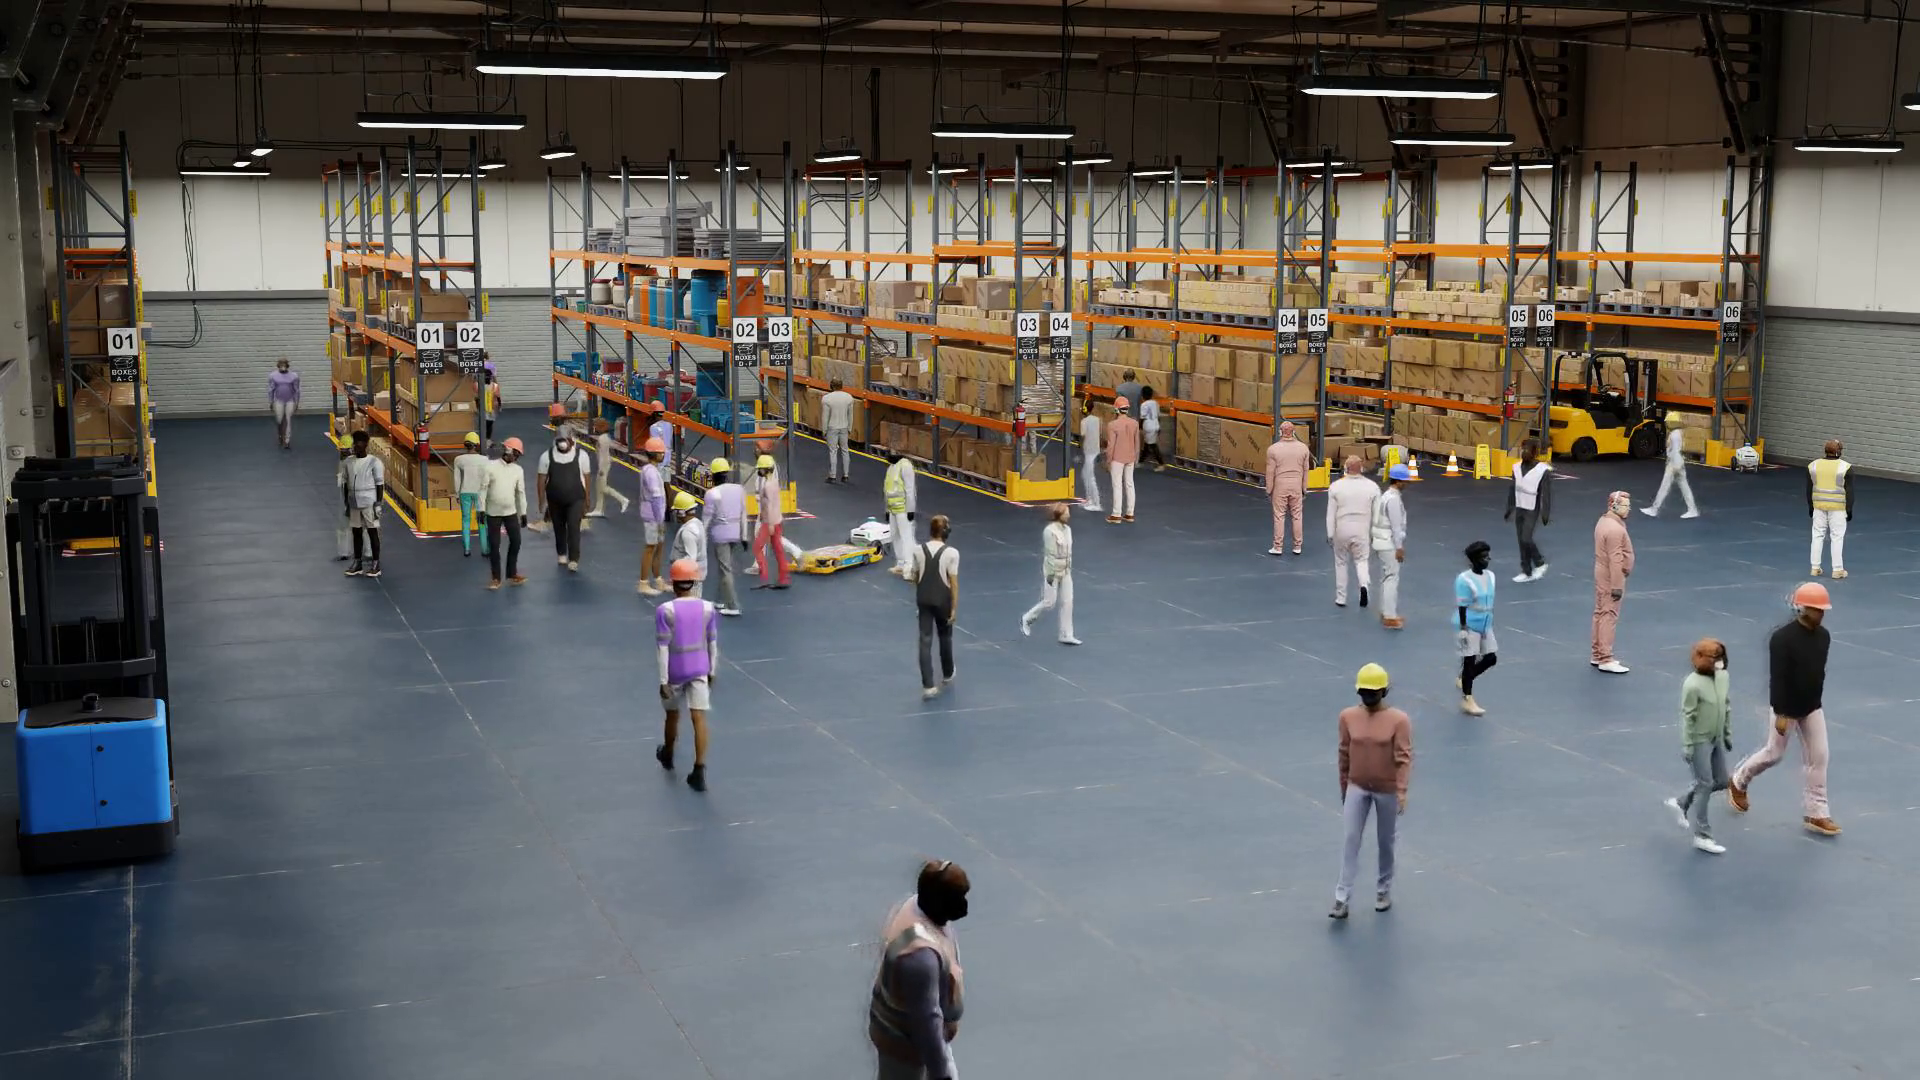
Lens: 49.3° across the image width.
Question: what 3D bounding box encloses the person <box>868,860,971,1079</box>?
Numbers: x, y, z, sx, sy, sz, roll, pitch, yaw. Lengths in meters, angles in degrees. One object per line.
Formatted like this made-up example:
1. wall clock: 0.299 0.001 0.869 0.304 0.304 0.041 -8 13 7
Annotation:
1. person: -0.170 2.343 9.745 0.785 1.786 0.644 1 9 6

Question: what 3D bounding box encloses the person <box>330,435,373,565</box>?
1. person: -8.423 -0.541 28.901 0.622 1.803 0.721 6 11 36

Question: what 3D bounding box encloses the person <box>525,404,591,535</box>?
1. person: -6.114 -1.067 31.800 1.047 1.985 0.639 -2 9 -15

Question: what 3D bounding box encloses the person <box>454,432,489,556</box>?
1. person: -6.923 -0.653 29.770 0.526 1.769 0.329 0 9 3

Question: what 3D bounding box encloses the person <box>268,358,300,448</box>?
1. person: -14.252 -2.890 44.199 0.627 1.917 0.467 -3 9 -20

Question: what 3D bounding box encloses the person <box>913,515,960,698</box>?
1. person: -0.210 0.638 21.063 0.494 1.787 0.956 2 9 14

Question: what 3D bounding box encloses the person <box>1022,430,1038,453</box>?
1. person: 1.281 -2.153 40.199 0.523 1.636 0.310 -4 9 -24

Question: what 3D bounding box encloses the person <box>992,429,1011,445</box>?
1. person: 0.869 -2.843 44.016 0.586 1.886 0.984 -2 9 -13

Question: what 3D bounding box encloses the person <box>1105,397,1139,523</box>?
1. person: 2.556 -1.270 33.128 0.613 1.994 0.381 -6 10 -34

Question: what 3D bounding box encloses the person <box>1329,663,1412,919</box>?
1. person: 2.791 1.699 14.203 0.532 1.749 0.619 4 9 25

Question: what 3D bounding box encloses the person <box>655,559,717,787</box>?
1. person: -2.333 1.093 17.741 0.564 1.878 1.006 -4 9 -24

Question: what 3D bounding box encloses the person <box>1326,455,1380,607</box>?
1. person: 4.819 -0.092 25.659 0.651 1.889 0.662 0 9 2

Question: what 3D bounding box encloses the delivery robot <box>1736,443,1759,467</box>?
1. delivery robot: 15.023 -1.603 39.956 0.477 0.478 0.707 2 9 13

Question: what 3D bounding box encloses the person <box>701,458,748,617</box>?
1. person: -2.930 -0.047 25.269 0.804 1.897 0.621 7 11 40

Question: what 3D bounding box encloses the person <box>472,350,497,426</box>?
1. person: -11.056 -3.509 48.615 0.593 1.821 0.596 -3 9 -19

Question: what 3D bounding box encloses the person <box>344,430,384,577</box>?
1. person: -8.001 -0.495 28.051 0.602 1.966 0.368 3 9 18

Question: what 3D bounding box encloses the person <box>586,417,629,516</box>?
1. person: -5.706 -1.182 33.804 0.636 1.613 0.504 -1 9 -4

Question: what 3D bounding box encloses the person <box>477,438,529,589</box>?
1. person: -5.951 -0.354 27.235 0.720 1.946 0.396 -7 11 -39

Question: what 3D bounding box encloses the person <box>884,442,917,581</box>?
1. person: -0.788 -0.386 27.883 0.433 1.808 0.714 -4 9 -23

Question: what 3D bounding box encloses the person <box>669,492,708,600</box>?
1. person: -2.931 0.390 22.607 0.404 1.829 0.591 0 9 1

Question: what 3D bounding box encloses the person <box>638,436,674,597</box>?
1. person: -3.870 -0.312 26.616 0.401 2.045 0.609 -1 9 -8

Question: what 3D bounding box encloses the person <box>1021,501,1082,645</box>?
1. person: 1.043 0.358 23.499 0.648 1.617 0.521 6 11 37

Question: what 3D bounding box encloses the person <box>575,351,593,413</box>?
1. person: -9.291 -3.869 51.744 0.632 1.617 0.508 0 9 -2

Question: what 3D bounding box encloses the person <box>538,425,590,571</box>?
1. person: -5.428 -0.613 28.737 0.694 2.000 1.036 -1 9 -5

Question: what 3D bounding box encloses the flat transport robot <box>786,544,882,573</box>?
1. flat transport robot: -1.730 0.246 28.880 0.652 0.197 1.431 5 10 31

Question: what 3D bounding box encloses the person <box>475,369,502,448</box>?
1. person: -9.891 -2.754 44.098 0.553 1.655 0.819 -6 10 -34

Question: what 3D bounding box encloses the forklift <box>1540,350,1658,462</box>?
1. forklift: 12.897 -2.725 42.309 2.313 2.155 1.214 -3 9 -21

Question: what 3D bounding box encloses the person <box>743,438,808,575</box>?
1. person: -2.490 -0.445 28.109 0.807 1.860 0.576 -1 9 -7

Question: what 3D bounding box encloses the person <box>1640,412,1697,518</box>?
1. person: 11.449 -1.199 33.616 0.888 1.698 0.503 4 9 26

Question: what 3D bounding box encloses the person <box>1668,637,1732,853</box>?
1. person: 5.601 1.515 15.800 0.521 1.616 0.518 -6 10 -35

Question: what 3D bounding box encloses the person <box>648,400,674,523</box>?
1. person: -4.763 -1.237 33.102 0.373 1.934 0.551 4 9 22

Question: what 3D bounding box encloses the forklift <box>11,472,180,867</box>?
1. forklift: -6.630 0.886 15.957 1.129 2.768 1.873 -3 9 -21

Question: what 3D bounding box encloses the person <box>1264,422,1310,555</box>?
1. person: 4.652 -0.734 29.870 0.639 1.903 0.407 -1 9 -9

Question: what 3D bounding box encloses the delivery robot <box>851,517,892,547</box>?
1. delivery robot: -1.251 -0.084 29.826 0.477 0.478 0.707 5 10 28

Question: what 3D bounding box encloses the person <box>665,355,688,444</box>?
1. person: -6.129 -3.026 44.993 0.615 1.945 0.406 1 9 8

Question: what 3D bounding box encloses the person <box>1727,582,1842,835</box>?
1. person: 6.481 1.265 16.386 0.614 1.954 0.975 -4 9 -25

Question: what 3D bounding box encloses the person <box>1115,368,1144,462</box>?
1. person: 3.275 -2.357 40.559 0.636 1.938 0.354 -4 9 -26

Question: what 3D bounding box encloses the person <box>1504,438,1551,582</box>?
1. person: 7.465 -0.393 27.581 0.449 1.902 0.598 -5 10 -28

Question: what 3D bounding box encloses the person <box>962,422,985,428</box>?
1. person: 0.283 -3.568 48.997 0.571 1.843 0.991 -3 9 -22

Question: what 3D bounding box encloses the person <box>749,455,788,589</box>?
1. person: -2.500 -0.227 27.020 0.615 1.744 0.535 1 9 8

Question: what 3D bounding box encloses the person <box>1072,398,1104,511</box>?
1. person: 2.072 -1.409 34.549 0.664 1.842 0.525 5 10 30

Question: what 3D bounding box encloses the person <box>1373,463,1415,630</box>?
1. person: 5.057 0.068 24.441 0.462 1.937 0.638 2 9 11

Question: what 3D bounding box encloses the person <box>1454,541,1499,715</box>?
1. person: 4.935 0.833 20.144 0.540 1.682 0.405 -6 10 -33

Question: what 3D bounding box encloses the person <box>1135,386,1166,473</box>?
1. person: 3.575 -2.108 39.837 0.866 1.644 0.543 5 10 32

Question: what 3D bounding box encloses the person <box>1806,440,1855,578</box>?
1. person: 11.640 -0.424 27.997 0.627 1.844 0.429 8 12 43

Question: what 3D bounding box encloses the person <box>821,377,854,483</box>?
1. person: -2.247 -2.016 38.291 0.630 1.940 0.372 -4 10 -27

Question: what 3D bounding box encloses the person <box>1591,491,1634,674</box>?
1. person: 6.900 0.431 22.101 0.399 1.903 0.643 1 9 5
